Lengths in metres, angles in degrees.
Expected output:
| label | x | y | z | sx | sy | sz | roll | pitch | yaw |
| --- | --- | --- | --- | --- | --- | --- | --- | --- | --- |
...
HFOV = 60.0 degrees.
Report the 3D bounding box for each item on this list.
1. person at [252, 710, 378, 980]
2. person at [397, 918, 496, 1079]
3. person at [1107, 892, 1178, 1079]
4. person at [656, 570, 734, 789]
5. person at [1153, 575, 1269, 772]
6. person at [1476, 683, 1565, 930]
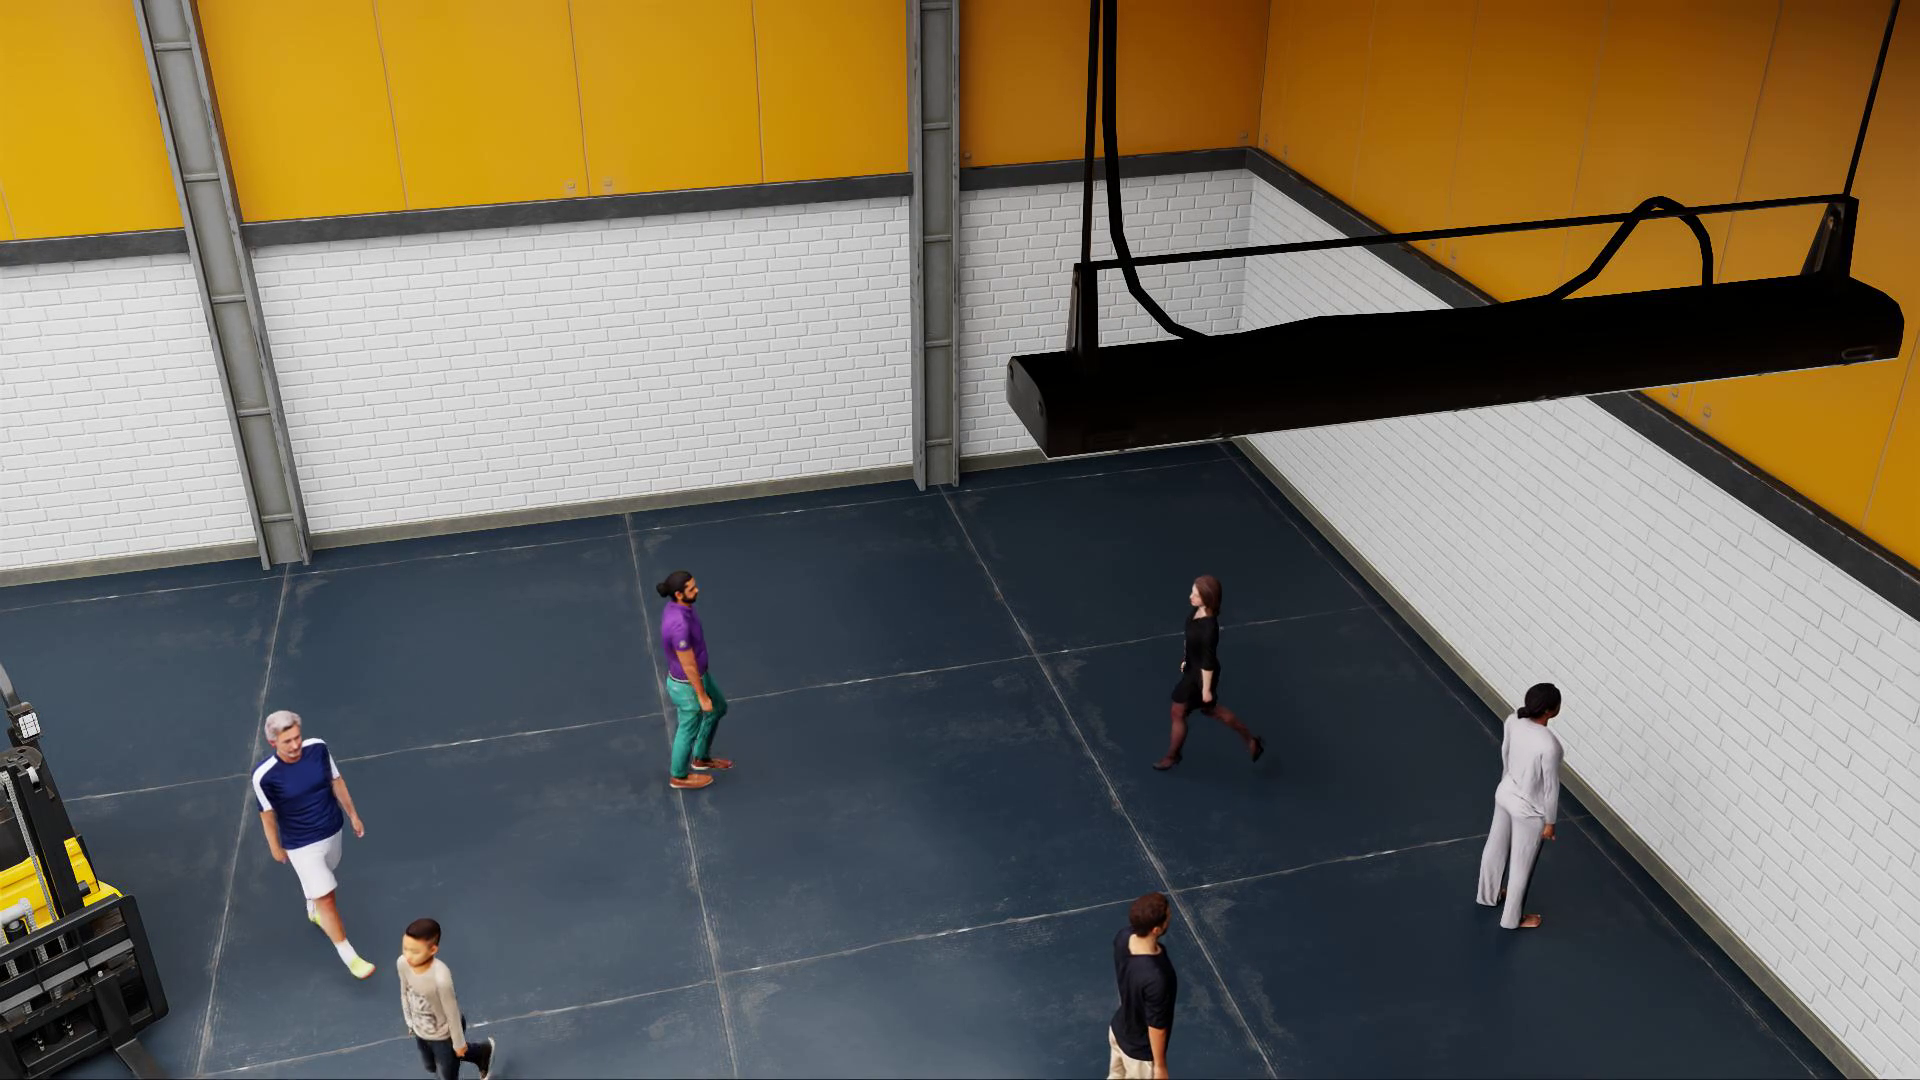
| label | x | y | z | sx | sy | sz | roll | pitch | yaw |
| --- | --- | --- | --- | --- | --- | --- | --- | --- | --- |
| person | -3.983 | 1.766 | 10.128 | 1.153 | 1.789 | 1.126 | 18 | 33 | 29 |
| person | -2.759 | 2.594 | 8.968 | 0.885 | 1.447 | 0.939 | 14 | 32 | 25 |
| person | 0.914 | 2.574 | 8.583 | 0.564 | 1.851 | 0.644 | -9 | 30 | -16 |
| person | -1.976 | 1.001 | 11.570 | 0.734 | 1.752 | 0.697 | -1 | 29 | -3 |
| person | 1.783 | 0.976 | 11.703 | 1.118 | 1.670 | 0.851 | 3 | 29 | 6 |
| person | 3.525 | 1.644 | 10.407 | 0.561 | 1.736 | 0.652 | -10 | 30 | -18 |
